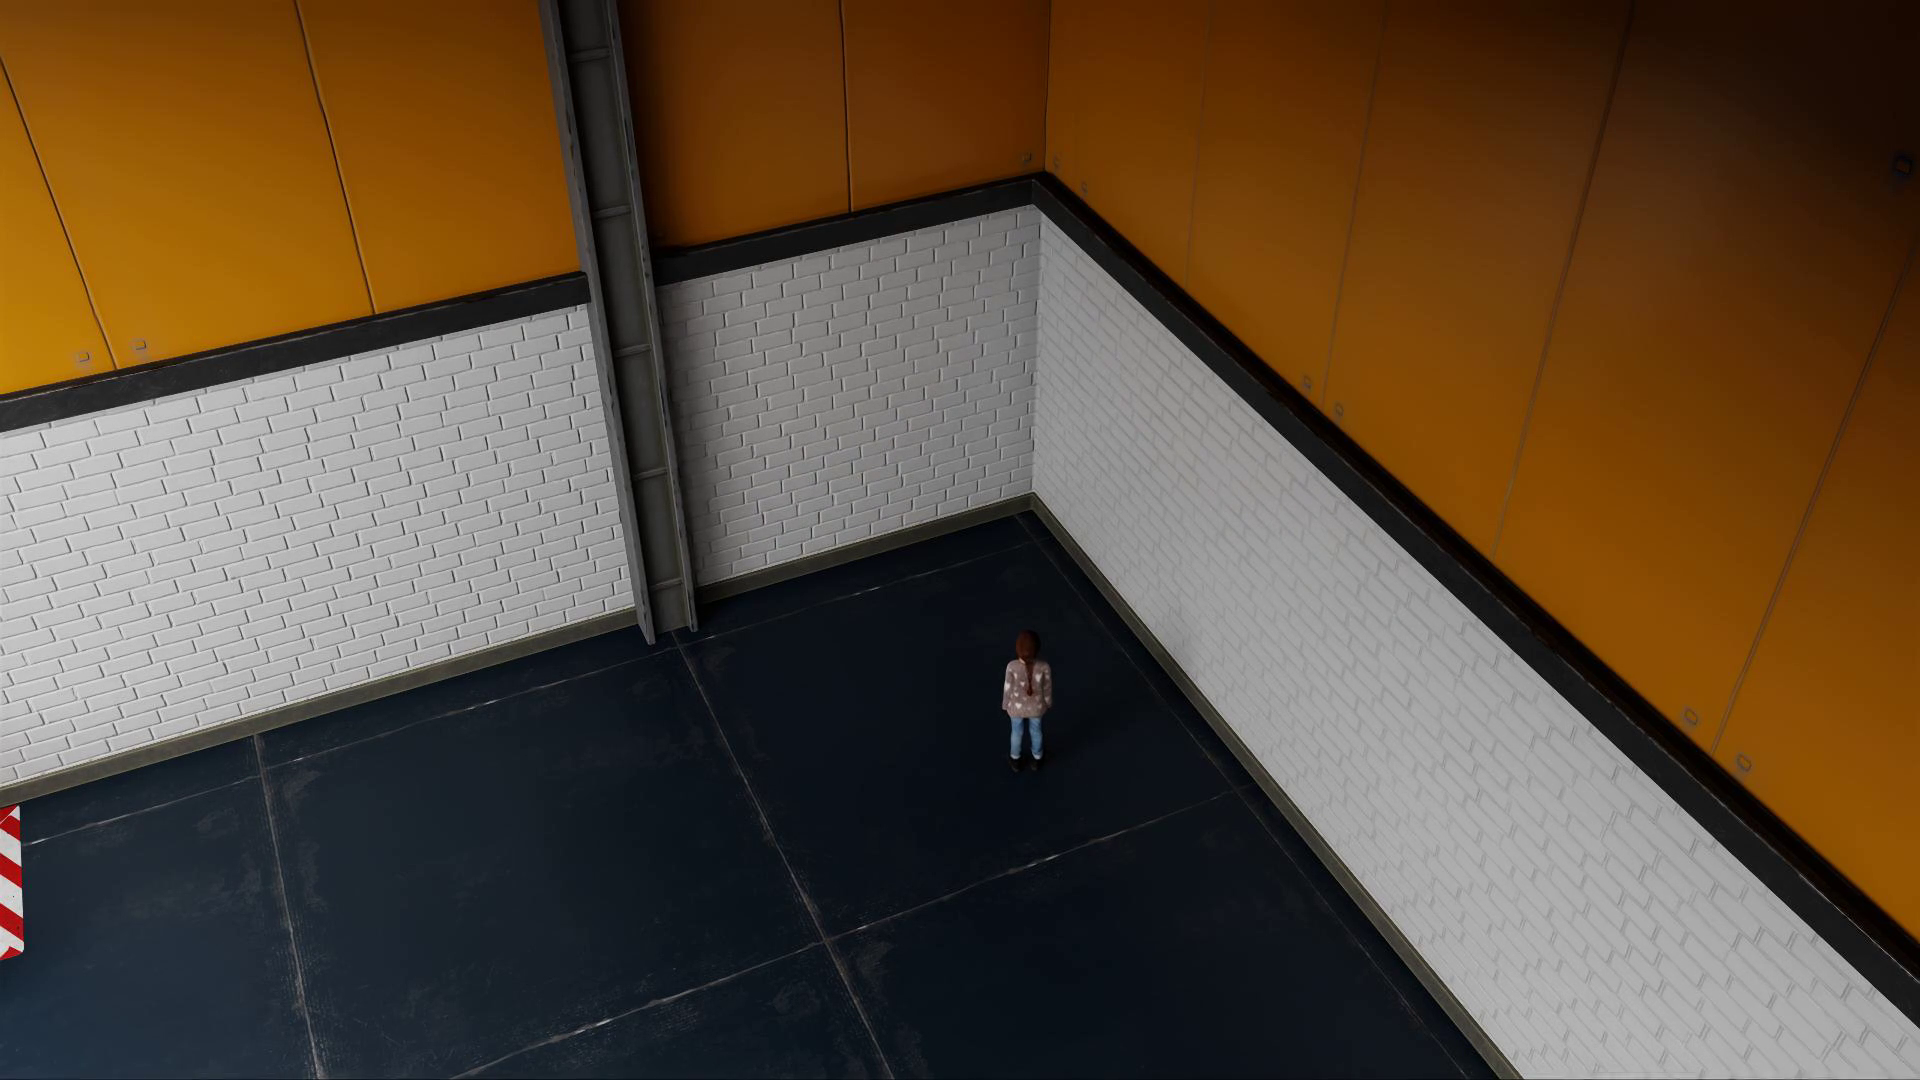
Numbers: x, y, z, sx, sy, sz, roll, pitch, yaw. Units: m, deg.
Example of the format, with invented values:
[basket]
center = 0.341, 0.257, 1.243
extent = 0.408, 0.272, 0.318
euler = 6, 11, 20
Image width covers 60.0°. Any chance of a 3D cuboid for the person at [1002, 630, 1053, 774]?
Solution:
[person]
center = 0.449, 1.086, 11.149
extent = 0.499, 1.194, 0.606
euler = -1, 39, -2
